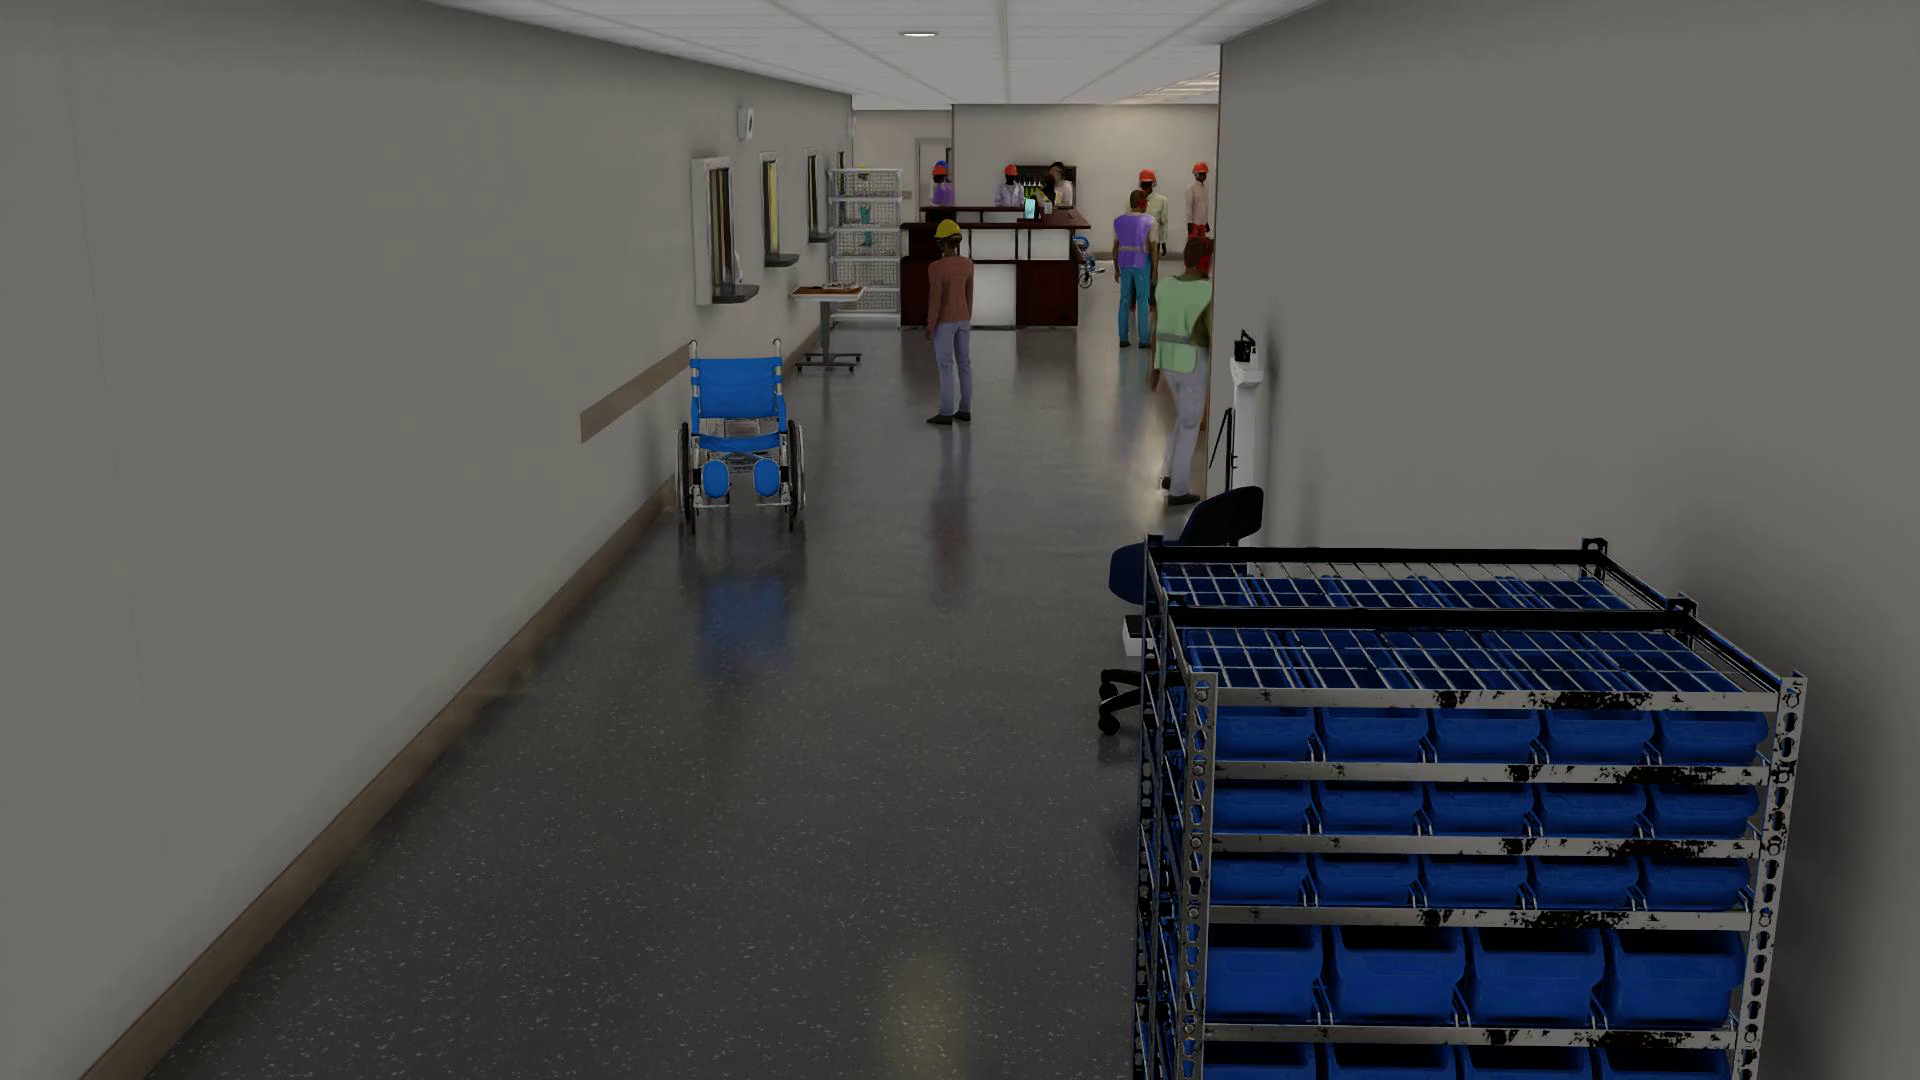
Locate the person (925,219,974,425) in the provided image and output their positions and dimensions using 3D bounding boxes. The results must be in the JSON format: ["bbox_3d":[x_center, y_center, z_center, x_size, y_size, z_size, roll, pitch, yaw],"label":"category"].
[{"bbox_3d":[-0.095,-1.888,14.458,0.313,1.769,0.523,13,19,43],"label":"person"}]

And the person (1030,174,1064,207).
[{"bbox_3d":[1.420,-4.980,26.875,0.628,1.835,0.429,-7,16,-27],"label":"person"}]

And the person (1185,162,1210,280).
[{"bbox_3d":[4.057,-5.425,28.337,0.376,1.995,0.608,11,18,39],"label":"person"}]

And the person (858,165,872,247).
[{"bbox_3d":[-2.117,-7.346,36.611,0.330,1.765,0.533,-4,14,-16],"label":"person"}]

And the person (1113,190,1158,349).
[{"bbox_3d":[2.044,-3.163,19.478,0.564,1.841,0.390,8,16,30],"label":"person"}]

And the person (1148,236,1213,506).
[{"bbox_3d":[1.570,-1.139,11.295,0.519,1.821,0.590,-11,18,-38],"label":"person"}]

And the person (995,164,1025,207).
[{"bbox_3d":[0.896,-5.755,29.822,0.547,1.929,0.393,-3,14,-11],"label":"person"}]

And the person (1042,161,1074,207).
[{"bbox_3d":[1.795,-5.945,30.524,0.600,1.959,0.376,-1,14,-3],"label":"person"}]

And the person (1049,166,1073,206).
[{"bbox_3d":[1.720,-5.722,29.775,0.470,1.893,0.637,-11,18,-37],"label":"person"}]

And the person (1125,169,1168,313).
[{"bbox_3d":[2.602,-4.185,23.302,0.613,1.995,0.390,3,14,13],"label":"person"}]

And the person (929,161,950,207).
[{"bbox_3d":[-0.388,-6.340,32.149,0.403,1.945,0.614,-3,14,-13],"label":"person"}]
